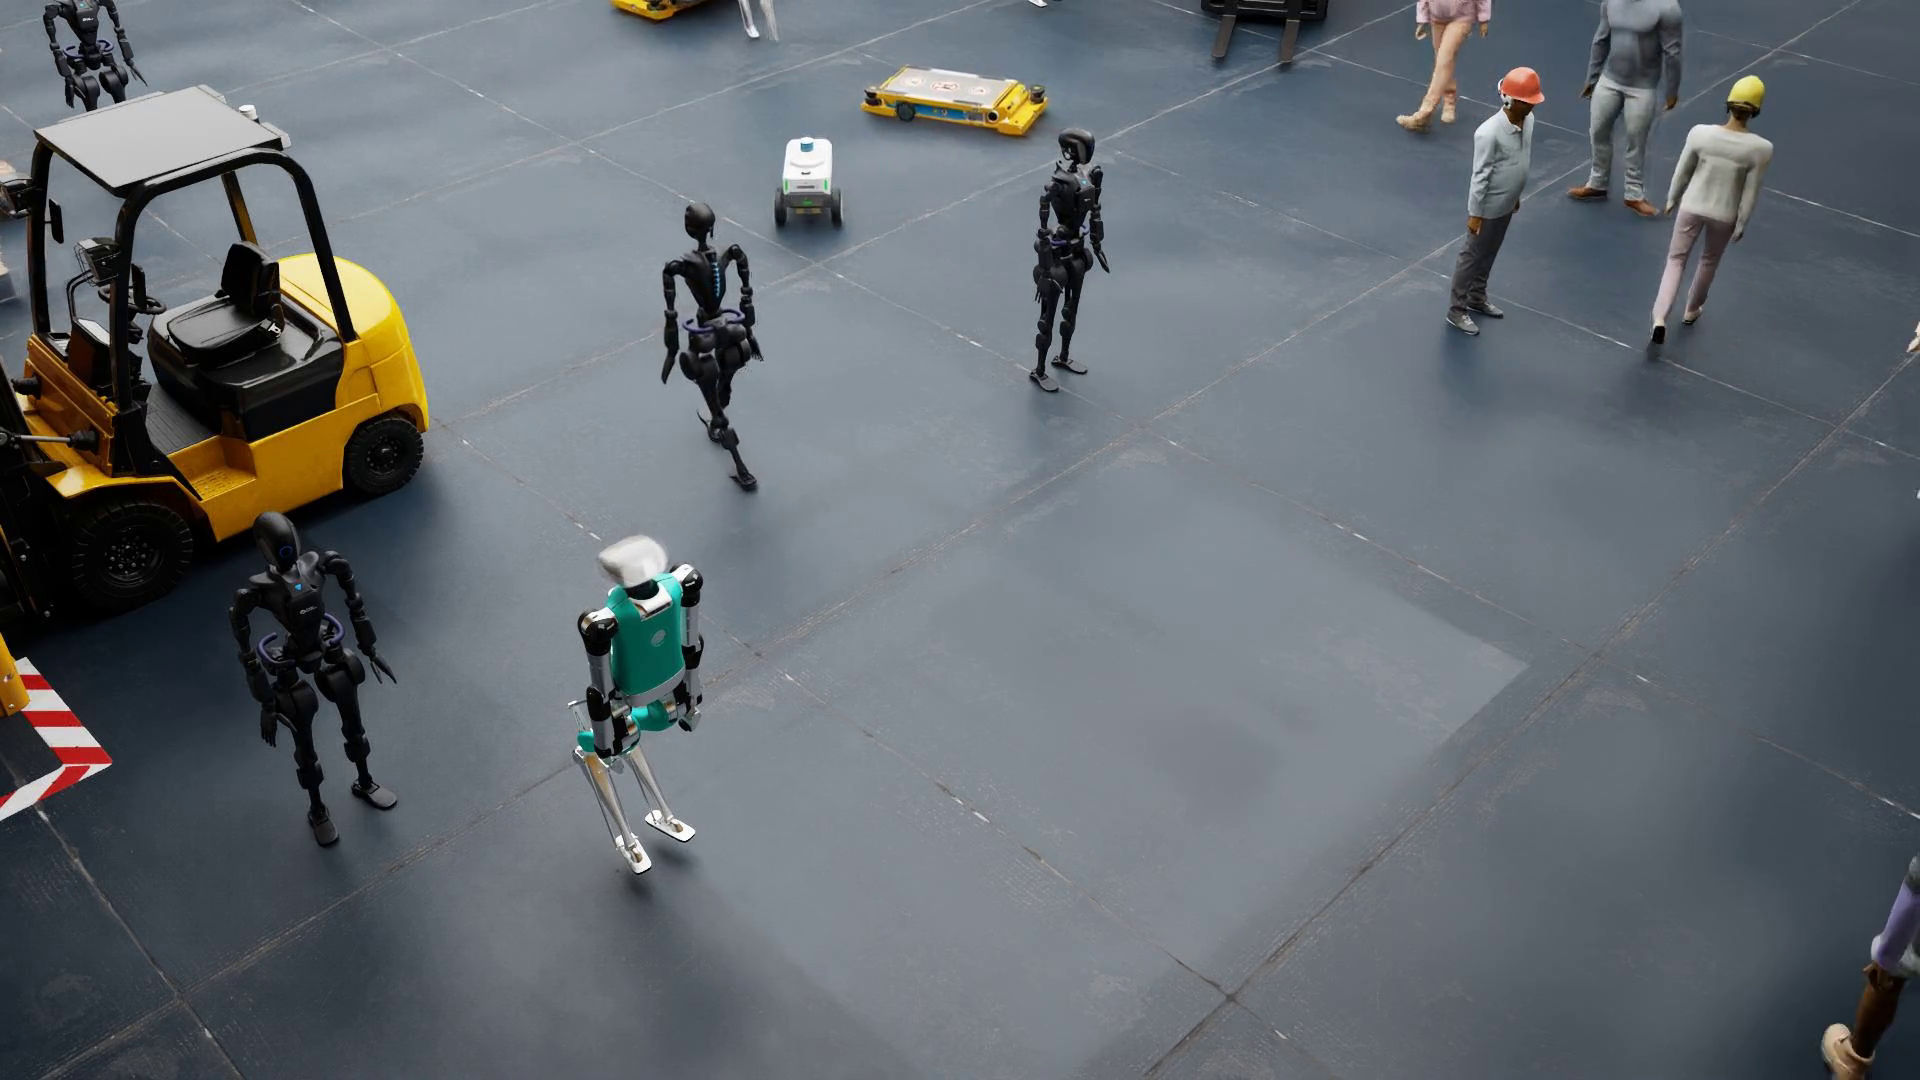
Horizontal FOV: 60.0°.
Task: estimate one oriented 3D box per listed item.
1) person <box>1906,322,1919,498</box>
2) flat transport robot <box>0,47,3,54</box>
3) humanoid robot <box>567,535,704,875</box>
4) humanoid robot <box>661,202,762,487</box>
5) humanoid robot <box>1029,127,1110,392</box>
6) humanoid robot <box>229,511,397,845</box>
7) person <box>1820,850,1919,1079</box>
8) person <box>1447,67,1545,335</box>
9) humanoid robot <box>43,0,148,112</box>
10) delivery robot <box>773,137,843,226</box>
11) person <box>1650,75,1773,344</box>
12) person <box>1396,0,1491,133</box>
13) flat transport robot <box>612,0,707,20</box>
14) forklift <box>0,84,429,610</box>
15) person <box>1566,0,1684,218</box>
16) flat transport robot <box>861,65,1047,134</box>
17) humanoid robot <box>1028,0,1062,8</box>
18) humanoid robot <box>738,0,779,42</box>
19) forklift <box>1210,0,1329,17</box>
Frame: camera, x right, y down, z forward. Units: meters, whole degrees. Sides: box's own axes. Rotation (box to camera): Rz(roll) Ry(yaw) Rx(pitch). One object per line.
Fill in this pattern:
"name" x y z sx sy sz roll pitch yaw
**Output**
"person" 5.606 -0.982 8.984 0.521 1.850 0.849 -23 43 -28
"flat transport robot" -9.379 -4.322 14.782 1.431 0.231 0.659 5 37 6
"humanoid robot" -1.392 0.612 6.839 0.533 1.677 0.735 -31 47 -34
"humanoid robot" -1.415 -1.120 9.363 0.616 1.624 0.783 -25 43 -29
"humanoid robot" 0.658 -1.720 10.111 0.599 1.657 0.315 -31 47 -34
"humanoid robot" -2.728 0.562 7.055 0.599 1.657 0.315 -31 47 -34
"person" 3.492 1.334 5.758 0.638 2.015 0.749 9 38 11
"person" 3.450 -2.185 10.680 0.329 1.750 0.571 31 47 34
"humanoid robot" -6.502 -3.543 12.552 0.599 1.657 0.315 -31 47 -34
"delivery robot" -1.126 -2.699 12.365 0.499 0.587 0.766 -1 37 -1
"person" 4.738 -2.073 10.548 0.529 1.740 0.788 19 41 24
"person" 3.884 -4.135 13.314 0.793 1.728 0.567 -27 44 -31
"flat transport robot" -2.647 -5.416 16.247 0.659 0.231 1.431 27 45 32
"forklift" -4.145 -1.093 8.856 2.313 2.155 1.214 -31 47 -34
"person" 4.889 -3.272 12.030 0.389 1.898 0.799 -27 45 -31
"flat transport robot" -0.045 -3.692 13.939 1.431 0.231 0.659 13 39 16
"humanoid robot" 0.763 -5.880 15.530 0.533 1.677 0.735 -31 47 -34
"humanoid robot" -1.865 -5.282 14.910 0.547 1.839 0.842 -20 41 -25
"forklift" 3.106 -6.400 15.960 1.214 2.155 2.313 8 37 10
